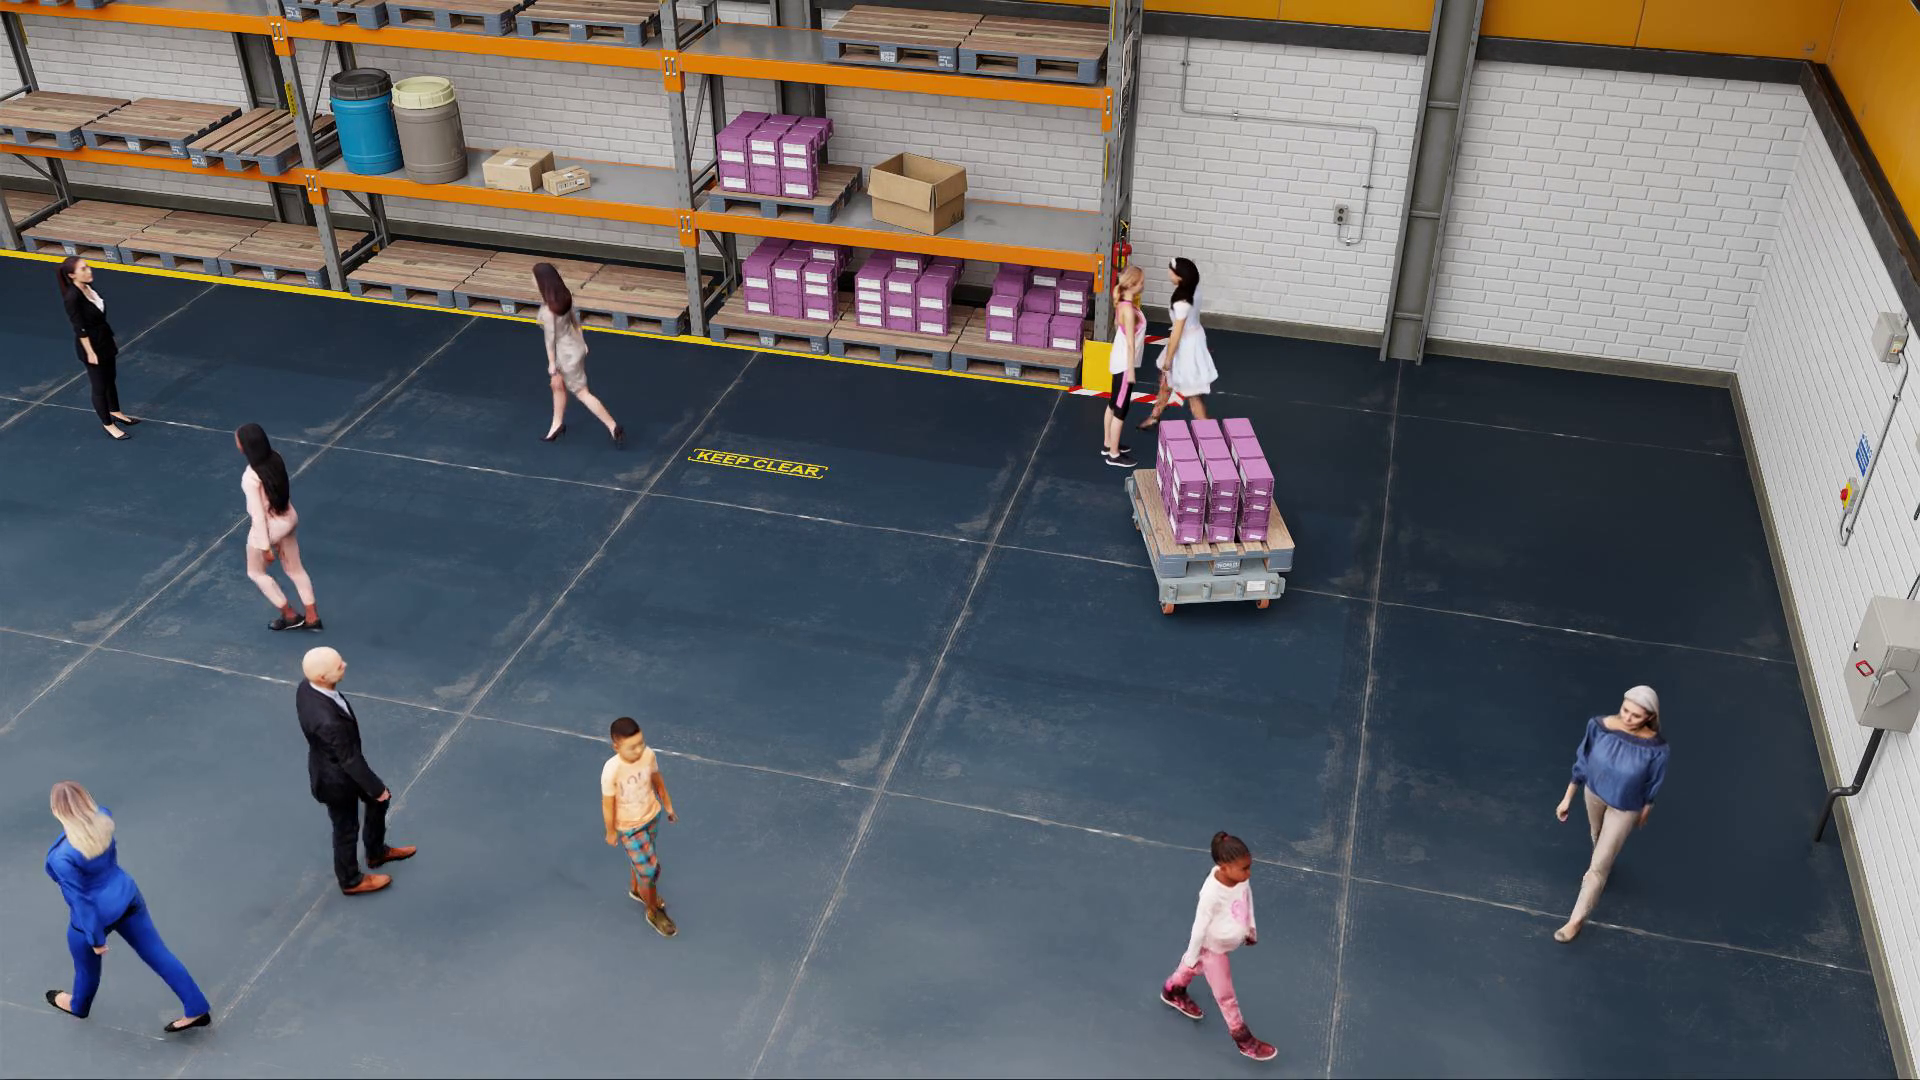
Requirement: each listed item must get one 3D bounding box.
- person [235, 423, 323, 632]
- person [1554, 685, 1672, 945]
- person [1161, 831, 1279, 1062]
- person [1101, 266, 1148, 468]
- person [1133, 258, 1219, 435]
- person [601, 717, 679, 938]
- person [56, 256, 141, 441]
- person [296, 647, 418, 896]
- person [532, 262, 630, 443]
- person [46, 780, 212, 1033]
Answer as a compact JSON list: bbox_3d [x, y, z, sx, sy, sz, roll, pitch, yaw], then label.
[{"bbox_3d":[-4.799,-0.049,11.850,0.650,1.707,0.675,5,34,8],"label":"person"},{"bbox_3d":[3.799,1.476,9.609,1.043,1.649,1.130,-28,43,-35],"label":"person"},{"bbox_3d":[1.305,2.092,8.891,1.056,1.417,0.806,23,40,31],"label":"person"},{"bbox_3d":[1.362,-1.464,13.907,0.645,1.786,0.675,-3,34,-5],"label":"person"},{"bbox_3d":[1.990,-1.517,14.001,1.000,1.772,0.704,15,37,22],"label":"person"},{"bbox_3d":[-1.920,1.589,9.621,0.790,1.448,0.679,21,39,28],"label":"person"},{"bbox_3d":[-7.446,-1.671,14.334,0.643,1.660,0.662,-2,34,-3],"label":"person"},{"bbox_3d":[-3.670,1.385,9.621,0.886,1.786,0.834,-13,36,-18],"label":"person"},{"bbox_3d":[-3.241,-1.530,14.078,1.075,1.708,0.704,7,34,10],"label":"person"},{"bbox_3d":[-4.409,1.998,8.828,1.194,1.643,0.749,3,34,5],"label":"person"}]
